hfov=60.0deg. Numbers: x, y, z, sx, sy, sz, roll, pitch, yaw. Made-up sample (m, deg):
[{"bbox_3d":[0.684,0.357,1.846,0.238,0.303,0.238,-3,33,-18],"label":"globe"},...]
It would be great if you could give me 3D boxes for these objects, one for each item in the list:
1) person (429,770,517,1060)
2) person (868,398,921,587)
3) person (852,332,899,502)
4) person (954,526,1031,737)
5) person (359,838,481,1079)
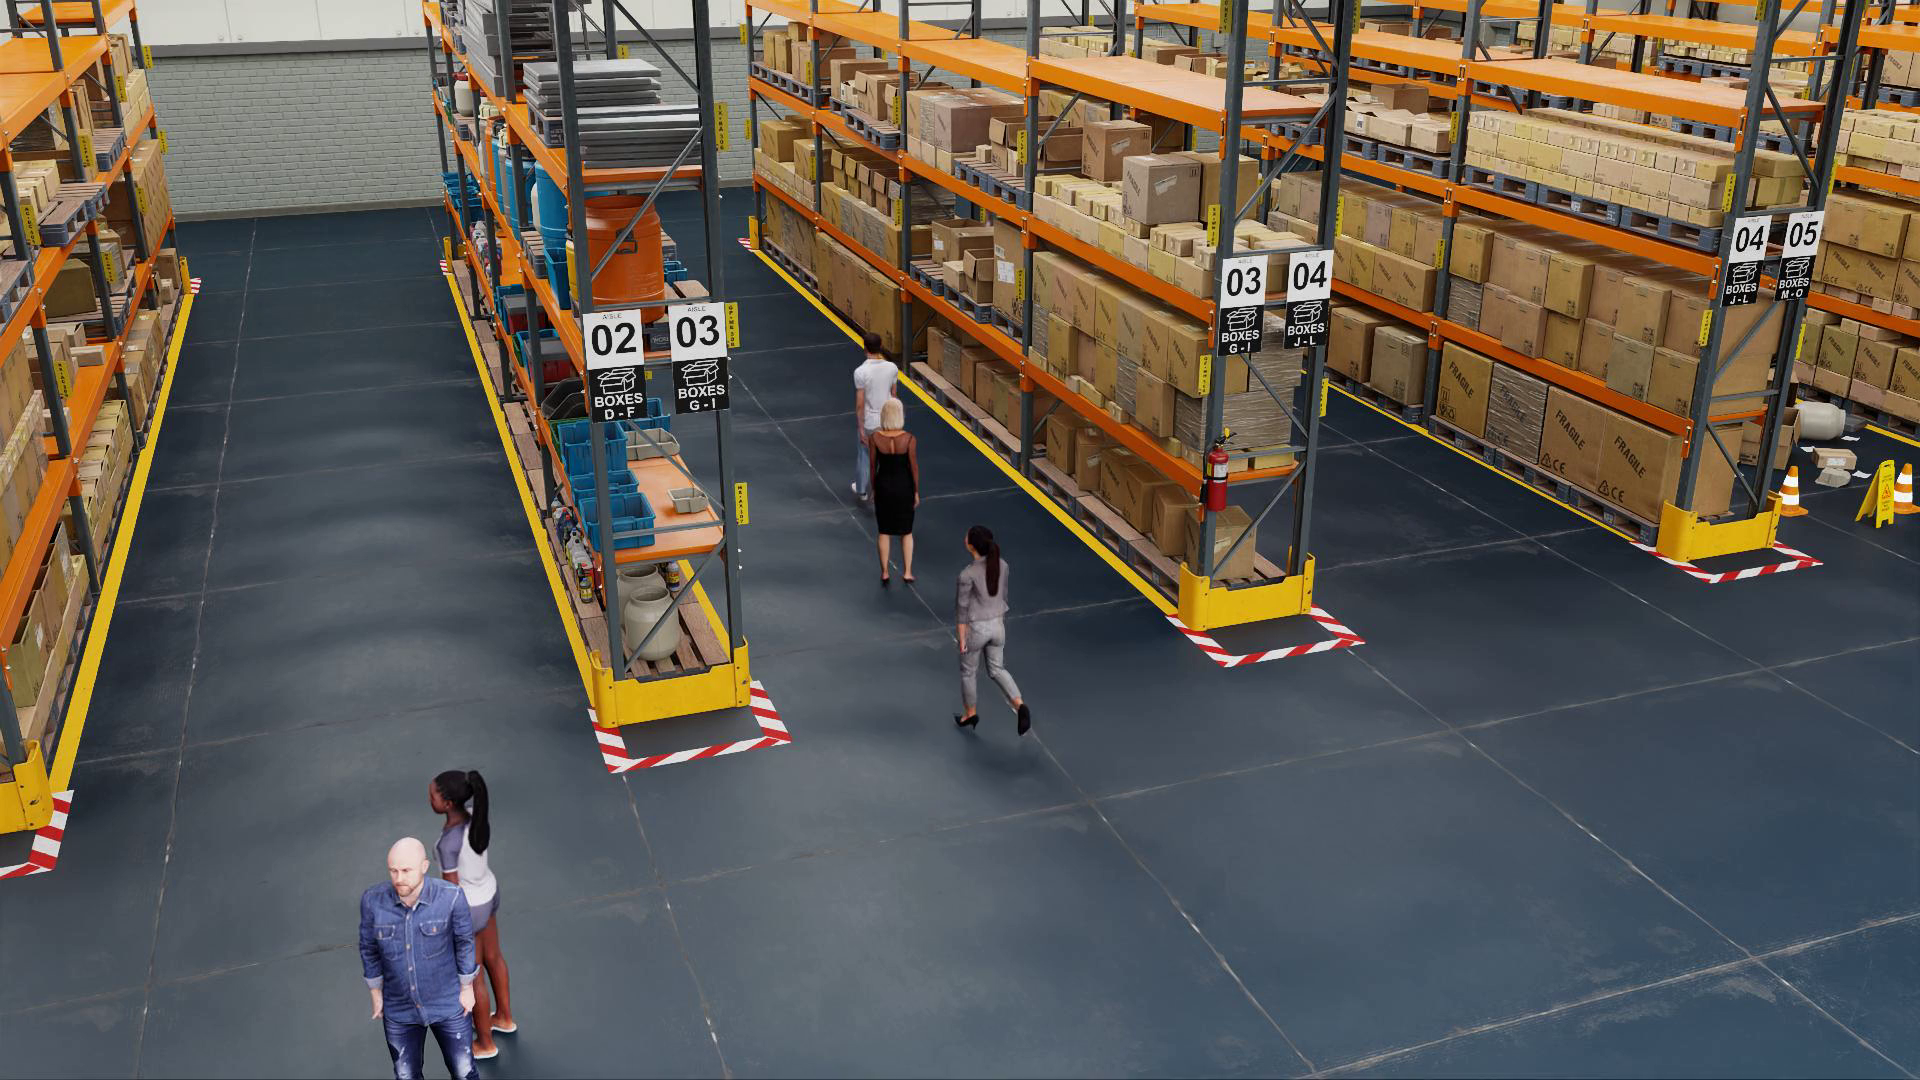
[{"bbox_3d":[-2.610,1.986,8.914,0.759,1.724,0.646,2,22,5],"label":"person"},{"bbox_3d":[-0.590,-0.417,14.760,0.670,1.747,0.660,3,22,6],"label":"person"},{"bbox_3d":[-0.757,-1.078,16.313,0.707,1.795,1.233,-11,25,-25],"label":"person"},{"bbox_3d":[0.216,0.712,12.116,0.794,1.658,1.033,-16,27,-33],"label":"person"},{"bbox_3d":[-2.612,2.256,8.119,0.762,1.826,0.671,-3,22,-6],"label":"person"}]
